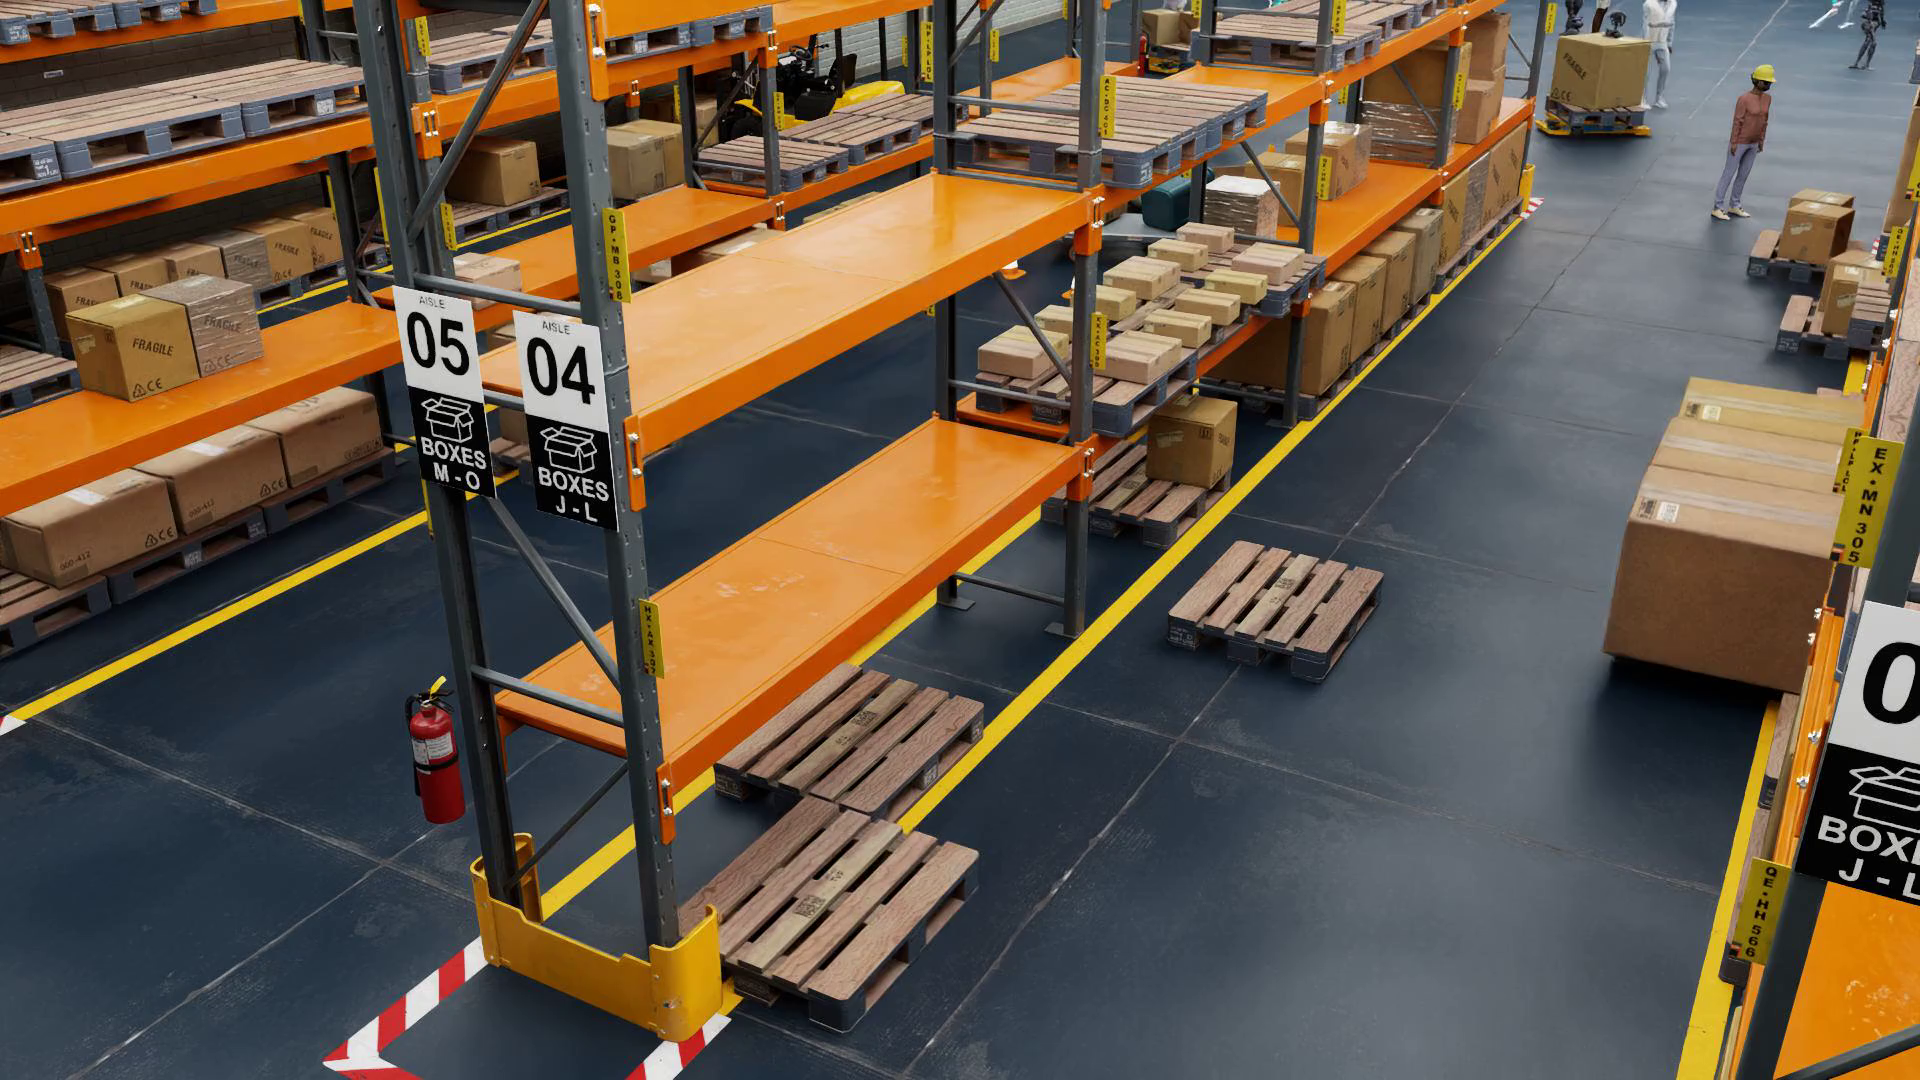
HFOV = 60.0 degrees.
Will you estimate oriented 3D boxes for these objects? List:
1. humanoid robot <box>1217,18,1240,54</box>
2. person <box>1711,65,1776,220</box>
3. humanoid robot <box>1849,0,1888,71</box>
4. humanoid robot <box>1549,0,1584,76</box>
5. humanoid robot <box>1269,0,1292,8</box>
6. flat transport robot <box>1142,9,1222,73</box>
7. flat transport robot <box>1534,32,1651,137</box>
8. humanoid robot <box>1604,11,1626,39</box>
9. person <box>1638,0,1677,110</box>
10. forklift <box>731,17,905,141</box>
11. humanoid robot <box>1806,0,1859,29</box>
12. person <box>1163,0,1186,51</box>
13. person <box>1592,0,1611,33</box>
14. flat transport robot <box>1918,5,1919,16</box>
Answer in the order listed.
[{"bbox_3d":[3.620,-6.406,23.073,0.615,1.621,0.768,18,31,32],"label":"humanoid robot"},{"bbox_3d":[9.054,-4.565,19.114,0.521,1.761,0.341,-12,28,-23],"label":"person"},{"bbox_3d":[15.305,-8.687,27.776,0.588,1.647,0.560,-20,32,-36],"label":"humanoid robot"},{"bbox_3d":[9.906,-8.290,26.953,0.512,1.642,0.584,12,28,24],"label":"humanoid robot"},{"bbox_3d":[5.707,-9.679,29.821,0.553,1.760,1.017,16,30,30],"label":"humanoid robot"},{"bbox_3d":[3.748,-8.121,28.216,1.431,0.231,0.659,-21,33,-36],"label":"flat transport robot"},{"bbox_3d":[8.974,-5.895,23.592,1.431,0.231,0.659,0,26,0],"label":"flat transport robot"},{"bbox_3d":[9.203,-6.600,23.442,0.566,1.640,0.586,5,26,10],"label":"humanoid robot"},{"bbox_3d":[10.431,-7.406,24.848,0.619,1.902,0.579,-8,27,-15],"label":"person"},{"bbox_3d":[-1.819,-5.975,21.543,2.313,2.155,1.214,14,29,26],"label":"forklift"},{"bbox_3d":[16.846,-10.582,31.700,1.037,1.773,0.536,1,26,1],"label":"humanoid robot"},{"bbox_3d":[3.675,-9.131,28.447,0.361,1.901,0.712,-5,26,-11],"label":"person"},{"bbox_3d":[11.744,-10.006,30.179,0.361,1.962,0.612,16,30,30],"label":"person"},{"bbox_3d":[19.022,-9.830,31.767,0.659,0.231,1.431,8,27,16],"label":"flat transport robot"}]
